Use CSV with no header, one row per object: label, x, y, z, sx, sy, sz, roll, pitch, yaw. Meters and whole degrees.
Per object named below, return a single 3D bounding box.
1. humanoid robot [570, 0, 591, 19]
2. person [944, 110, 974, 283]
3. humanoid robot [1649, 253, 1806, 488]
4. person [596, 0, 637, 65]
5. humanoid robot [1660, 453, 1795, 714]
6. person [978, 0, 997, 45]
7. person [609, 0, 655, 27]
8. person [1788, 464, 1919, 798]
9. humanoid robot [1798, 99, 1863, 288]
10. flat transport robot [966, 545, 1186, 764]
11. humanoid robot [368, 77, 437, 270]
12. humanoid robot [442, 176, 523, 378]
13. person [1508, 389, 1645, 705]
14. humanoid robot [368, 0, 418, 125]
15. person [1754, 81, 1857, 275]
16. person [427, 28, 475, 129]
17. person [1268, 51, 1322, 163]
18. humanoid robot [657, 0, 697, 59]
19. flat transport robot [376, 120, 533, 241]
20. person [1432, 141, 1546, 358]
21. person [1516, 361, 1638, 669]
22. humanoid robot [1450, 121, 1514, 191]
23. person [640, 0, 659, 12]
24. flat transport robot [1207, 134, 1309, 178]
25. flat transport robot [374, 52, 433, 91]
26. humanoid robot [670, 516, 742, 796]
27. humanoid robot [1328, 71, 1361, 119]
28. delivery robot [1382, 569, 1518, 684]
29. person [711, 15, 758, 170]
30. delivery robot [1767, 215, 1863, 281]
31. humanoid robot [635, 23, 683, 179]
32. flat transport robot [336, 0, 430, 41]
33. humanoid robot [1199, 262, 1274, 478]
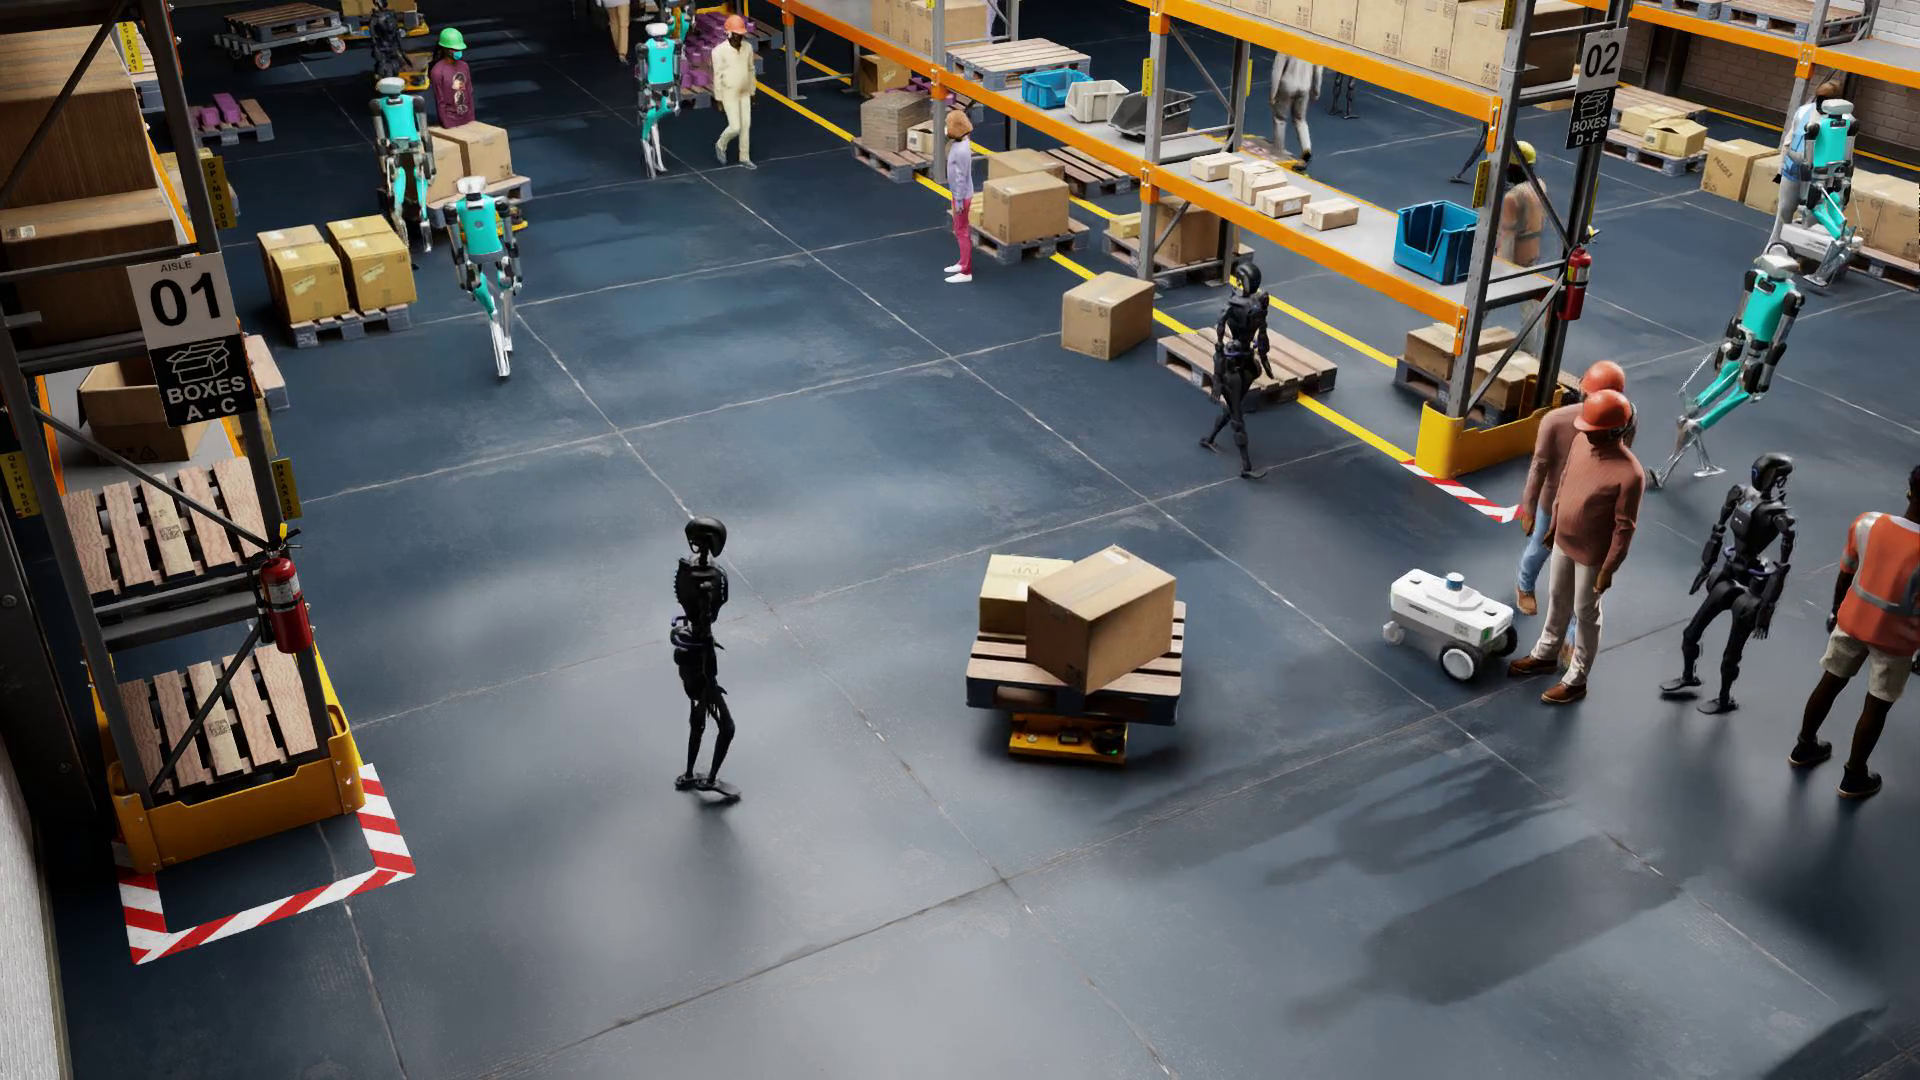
humanoid robot,-5.806,-8.791,25.330,0.602,1.645,0.683,-5,30,-9
person,-0.010,-3.246,15.697,0.285,1.627,0.504,-1,30,-1
humanoid robot,5.456,-1.155,12.027,0.845,1.852,0.556,-8,31,-13
person,-4.758,-7.470,22.962,0.557,1.710,0.858,-2,30,-3
humanoid robot,4.442,0.278,9.510,0.412,1.655,0.600,-9,31,-15
person,0.166,-6.638,21.381,0.625,1.839,0.912,-2,30,-4
person,-4.996,-8.623,24.877,0.859,1.796,0.633,-26,39,-38
person,4.934,0.470,8.904,0.388,1.956,0.603,-16,34,-26
humanoid robot,8.085,-3.101,15.350,0.540,1.762,0.842,-7,31,-11
flat transport robot,0.713,0.824,9.975,0.659,0.231,1.431,5,30,8
humanoid robot,-5.363,-3.467,16.018,0.564,1.766,0.995,-4,30,-7
humanoid robot,-3.934,-2.252,13.889,0.558,1.743,1.046,-7,31,-12
person,3.598,0.033,9.632,0.390,1.984,0.610,-9,31,-15
humanoid robot,-6.876,-5.857,20.223,0.734,1.631,0.599,10,31,17
person,8.070,-3.457,15.855,0.430,1.838,0.620,-20,36,-31
person,-5.225,-4.355,17.328,0.450,1.935,0.486,18,34,28
person,3.774,-5.047,18.589,0.608,1.869,0.625,-6,30,-11
humanoid robot,-3.832,-6.957,22.088,0.559,1.808,0.940,-14,33,-23
flat transport robot,-5.225,-3.395,17.320,1.431,0.231,0.659,22,36,33
person,4.599,-2.434,14.035,0.579,1.867,0.970,-22,37,-33
person,3.739,-0.258,10.193,0.622,1.943,0.967,2,30,4
humanoid robot,5.844,-4.628,18.106,0.781,1.628,0.611,9,31,15
person,-4.905,-9.155,25.769,0.429,1.841,0.635,-19,35,-30
flat transport robot,3.359,-4.358,18.995,0.659,0.231,1.431,-9,31,-15
flat transport robot,-7.440,-6.307,22.389,0.659,0.231,1.431,-4,30,-7
humanoid robot,-1.393,0.629,8.909,0.395,1.645,0.612,-7,31,-12
humanoid robot,4.833,-6.090,20.583,0.315,1.657,0.599,-17,34,-27
delivery robot,3.027,0.483,10.276,0.790,0.589,0.499,26,39,38
person,-2.519,-5.020,18.671,0.451,1.734,0.574,25,38,36
delivery robot,8.276,-2.852,16.079,0.525,0.587,0.757,-16,34,-26
humanoid robot,-3.390,-4.830,18.424,0.530,1.855,0.782,-18,34,-28
flat transport robot,-8.626,-7.569,24.586,1.431,0.231,0.659,-12,32,-19
humanoid robot,2.092,-1.282,12.276,0.610,1.625,0.787,-23,37,-34
